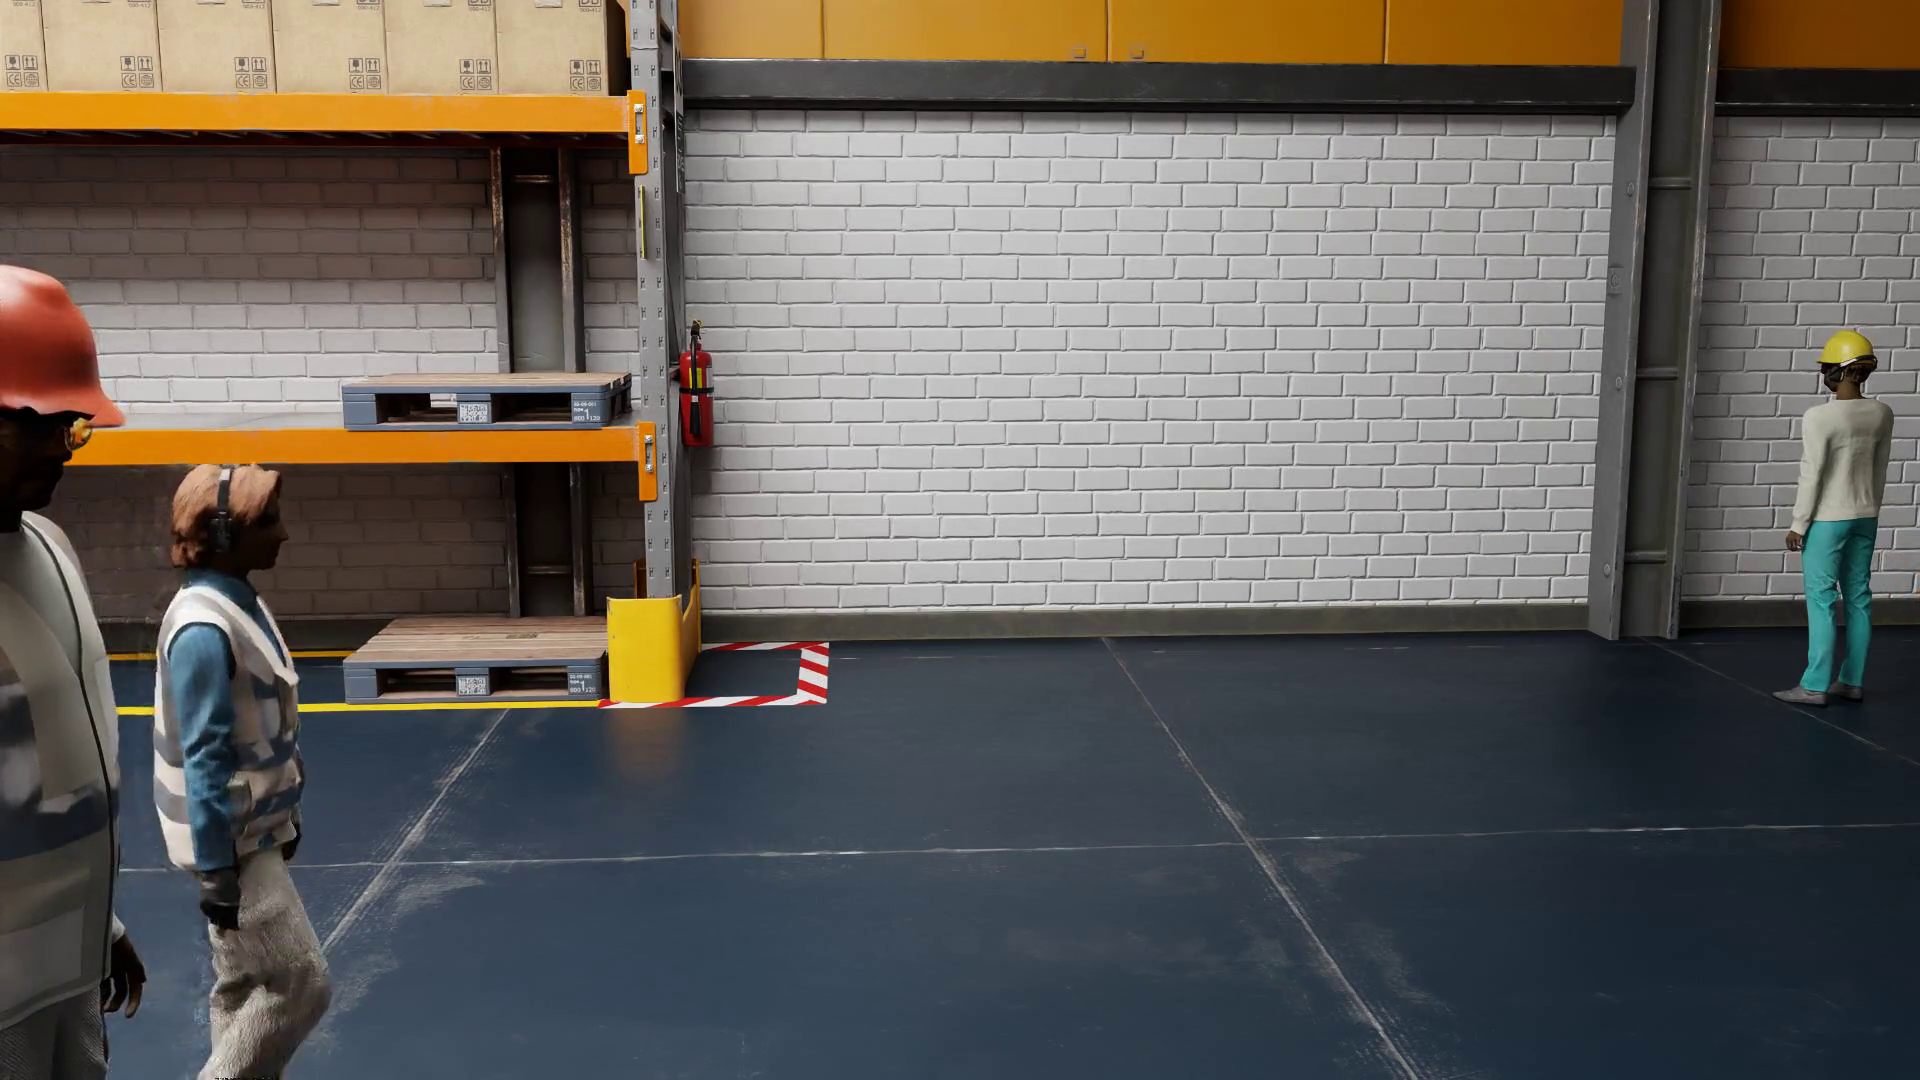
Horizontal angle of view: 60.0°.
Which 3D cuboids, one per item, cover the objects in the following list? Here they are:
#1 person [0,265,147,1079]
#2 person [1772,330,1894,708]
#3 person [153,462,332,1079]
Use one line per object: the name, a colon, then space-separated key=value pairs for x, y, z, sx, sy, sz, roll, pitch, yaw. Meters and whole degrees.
person: x=-1.378 y=0.624 z=2.461 sx=0.392 sy=2.034 sz=0.605 roll=-1 pitch=9 yaw=-7
person: x=4.104 y=-0.093 z=7.805 sx=0.525 sy=1.769 sz=0.315 roll=-4 pitch=10 yaw=-22
person: x=-1.535 y=0.643 z=3.591 sx=0.366 sy=1.624 sz=0.544 roll=-3 pitch=9 yaw=-16
